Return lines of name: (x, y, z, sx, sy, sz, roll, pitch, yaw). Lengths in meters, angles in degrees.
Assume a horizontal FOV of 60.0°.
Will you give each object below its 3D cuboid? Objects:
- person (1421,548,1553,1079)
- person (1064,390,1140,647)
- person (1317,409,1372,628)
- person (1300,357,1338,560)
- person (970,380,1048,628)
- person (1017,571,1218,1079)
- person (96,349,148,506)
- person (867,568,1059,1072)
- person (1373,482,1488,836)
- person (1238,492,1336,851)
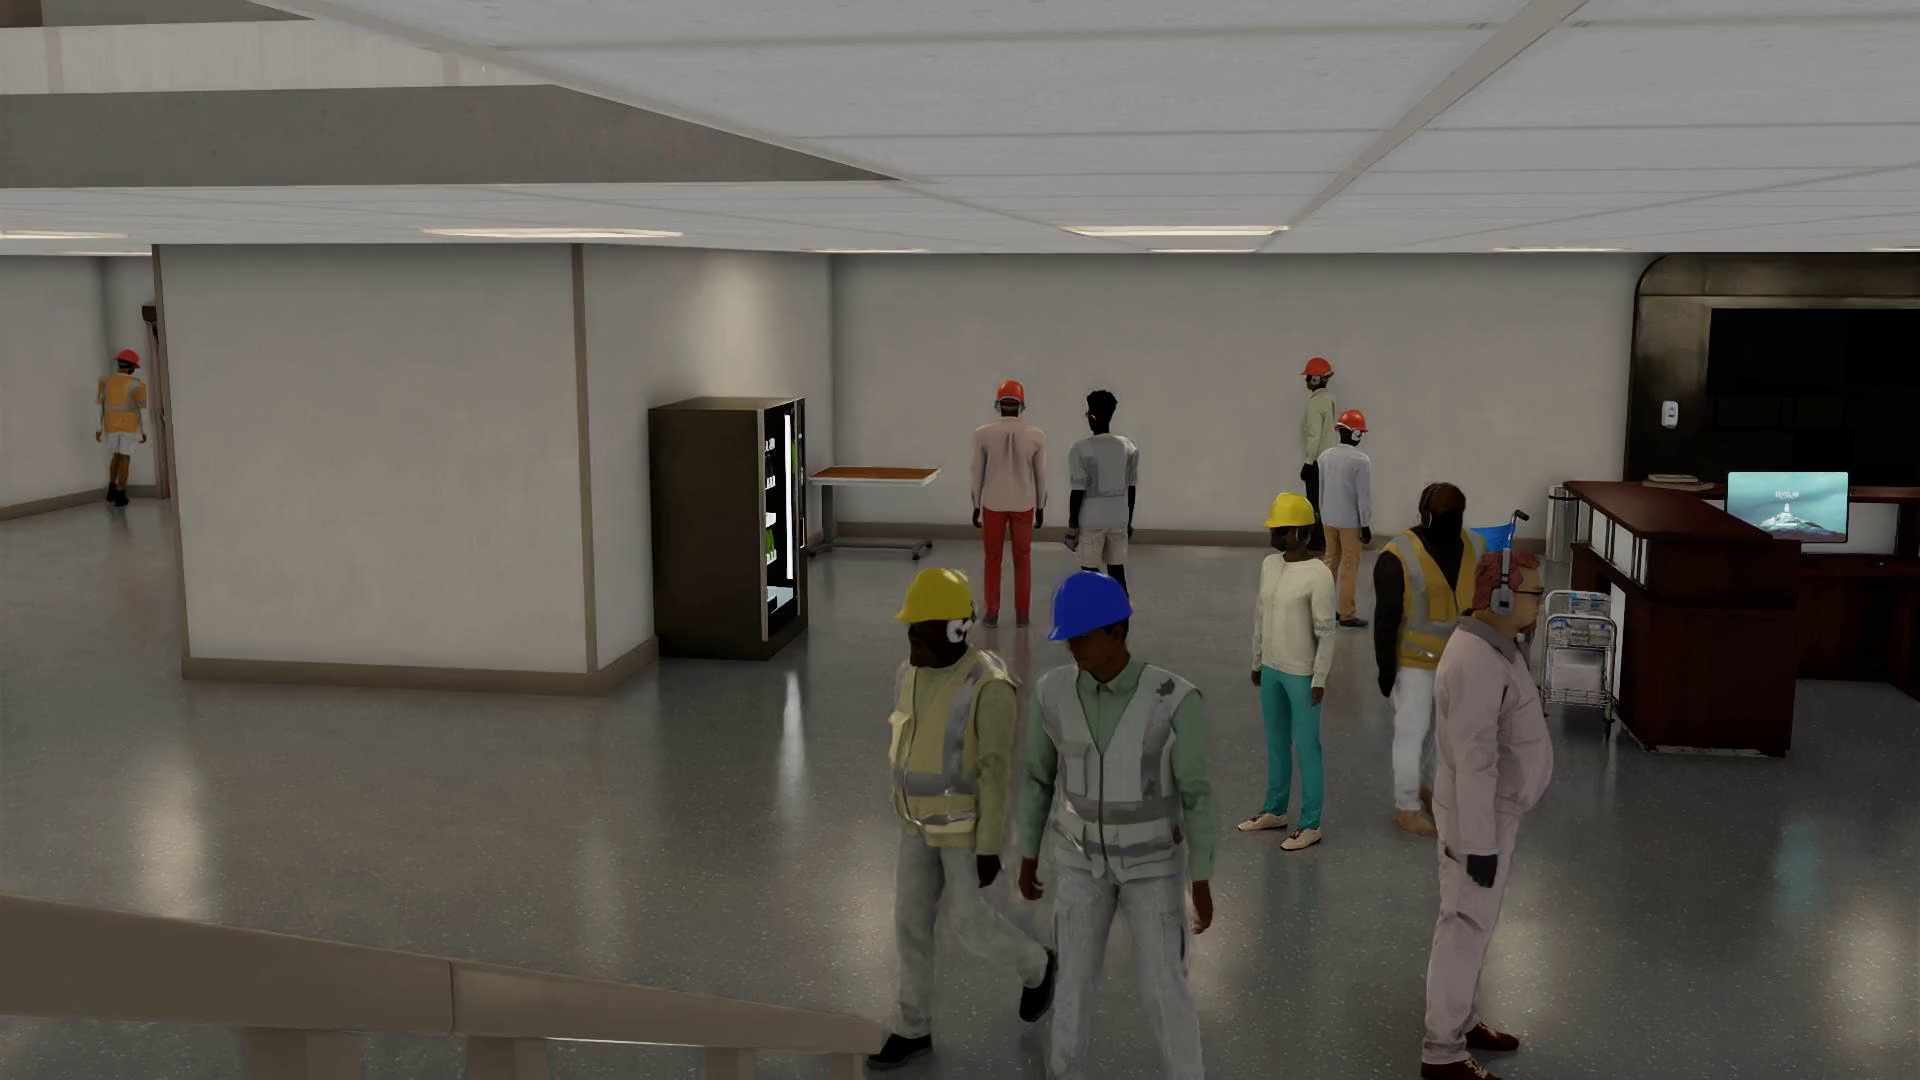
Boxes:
person: (1.854, 0.967, 5.824, 0.398, 1.900, 0.645, 3, 10, 20)
person: (1.052, -0.144, 12.458, 0.606, 1.966, 0.367, -5, 11, -29)
person: (3.101, -0.173, 13.323, 0.352, 1.743, 0.564, -5, 10, -28)
person: (3.518, -0.801, 16.424, 0.382, 1.995, 0.612, 5, 10, 28)
person: (0.387, -0.285, 13.320, 0.616, 1.976, 0.457, -1, 9, -4)
person: (0.495, 1.033, 5.388, 0.691, 1.915, 0.444, 4, 10, 24)
person: (-10.163, -1.362, 20.219, 0.597, 1.886, 0.533, -1, 9, -4)
person: (0.017, 0.979, 5.995, 0.727, 1.813, 0.593, -8, 12, -41)
person: (2.364, 0.596, 8.362, 0.647, 1.820, 0.439, -3, 10, -17)
person: (1.623, 0.641, 8.233, 0.310, 1.768, 0.533, -5, 10, -28)
